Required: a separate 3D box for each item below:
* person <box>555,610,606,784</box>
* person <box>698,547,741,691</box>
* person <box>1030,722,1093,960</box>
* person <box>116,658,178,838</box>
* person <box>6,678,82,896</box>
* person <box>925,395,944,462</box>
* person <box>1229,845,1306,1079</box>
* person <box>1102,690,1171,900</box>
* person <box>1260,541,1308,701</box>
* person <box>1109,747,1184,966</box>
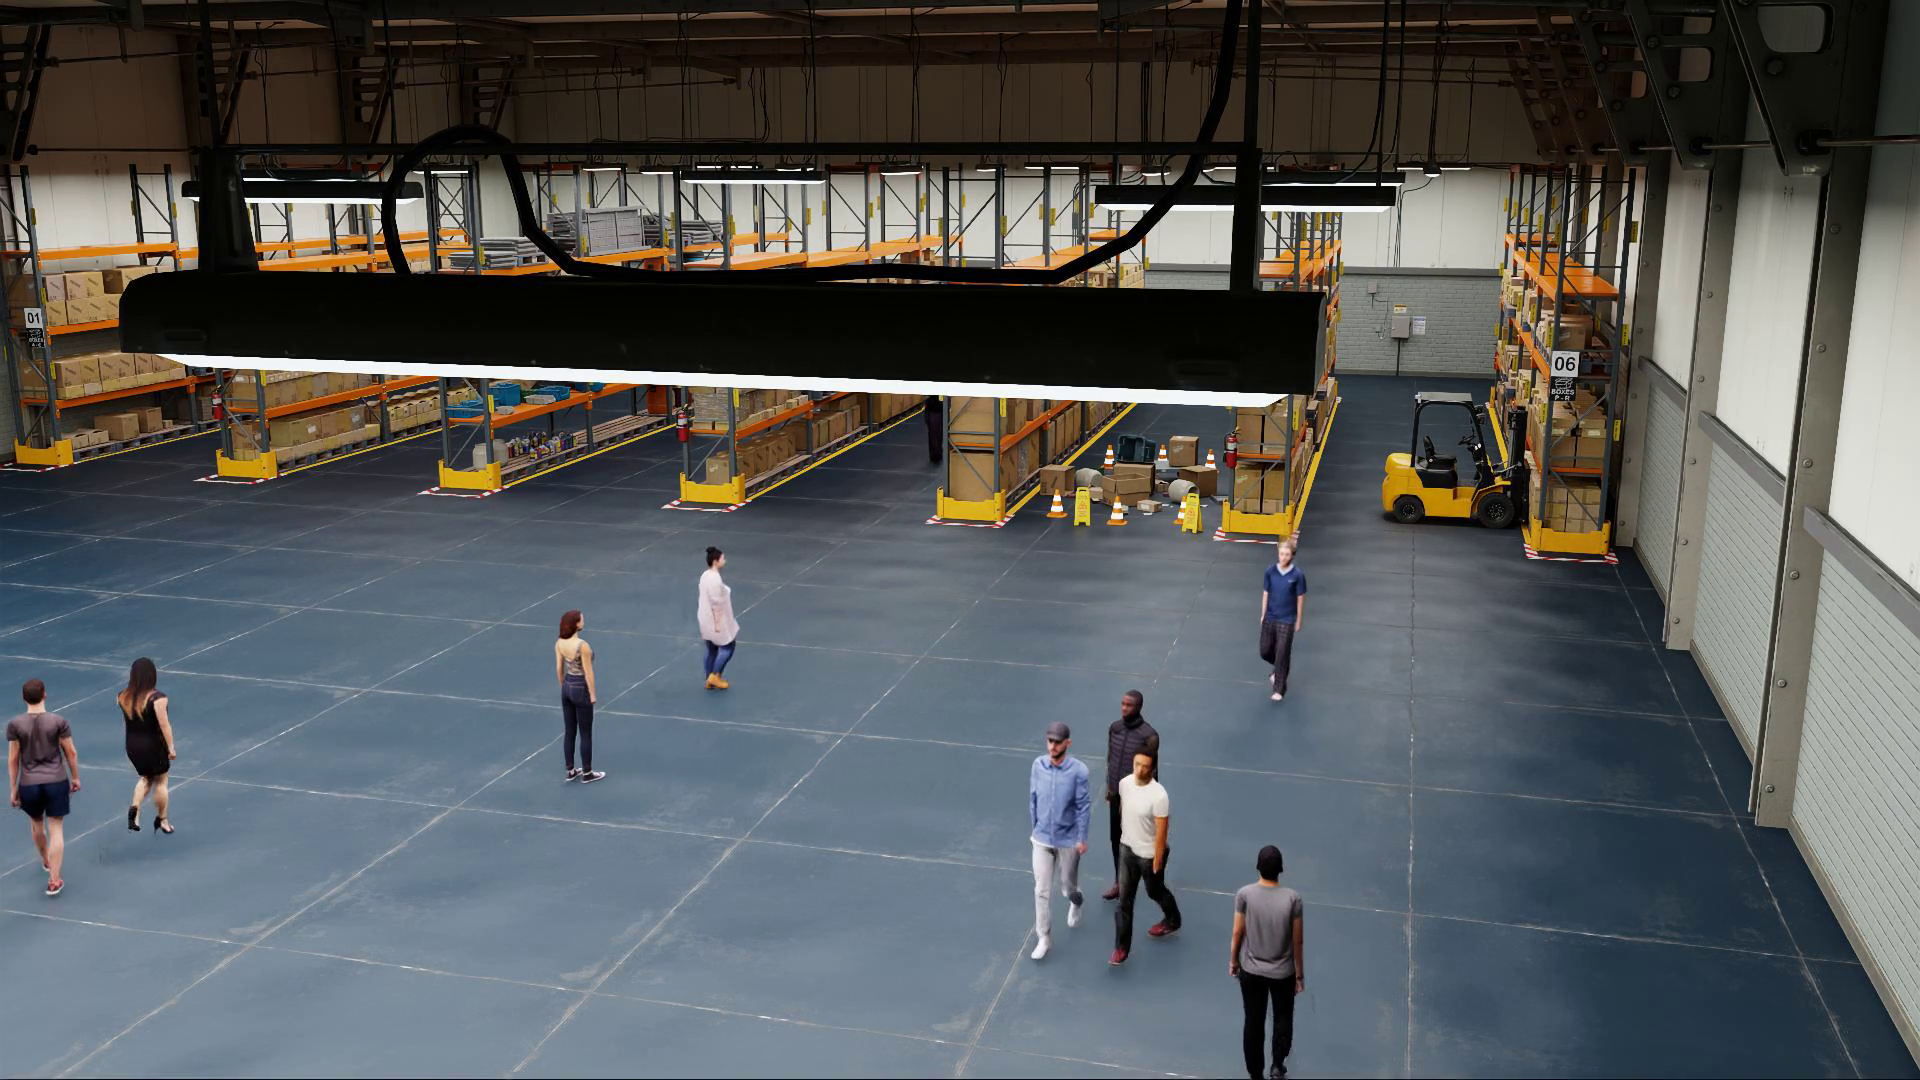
[{"bbox_3d":[-3.868,1.566,16.758,0.664,1.769,0.634,8,15,30],"label":"person"},{"bbox_3d":[-2.957,0.936,19.548,0.910,1.737,0.831,-5,14,-21],"label":"person"},{"bbox_3d":[0.804,2.335,13.223,0.721,1.865,1.066,5,14,20],"label":"person"},{"bbox_3d":[-7.509,1.949,15.257,0.668,1.699,0.753,3,13,13],"label":"person"},{"bbox_3d":[-7.830,2.137,14.188,1.071,1.816,1.185,-6,14,-23],"label":"person"},{"bbox_3d":[-0.506,-2.417,34.311,0.720,1.608,1.043,2,13,7],"label":"person"},{"bbox_3d":[2.045,2.898,11.061,0.672,1.744,0.667,2,13,10],"label":"person"},{"bbox_3d":[1.507,2.144,14.146,1.126,1.820,0.998,-12,18,-41],"label":"person"},{"bbox_3d":[3.757,0.910,19.386,0.781,1.860,0.899,7,15,29],"label":"person"},{"bbox_3d":[1.489,2.428,13.092,1.239,1.743,1.005,-12,18,-42],"label":"person"}]
